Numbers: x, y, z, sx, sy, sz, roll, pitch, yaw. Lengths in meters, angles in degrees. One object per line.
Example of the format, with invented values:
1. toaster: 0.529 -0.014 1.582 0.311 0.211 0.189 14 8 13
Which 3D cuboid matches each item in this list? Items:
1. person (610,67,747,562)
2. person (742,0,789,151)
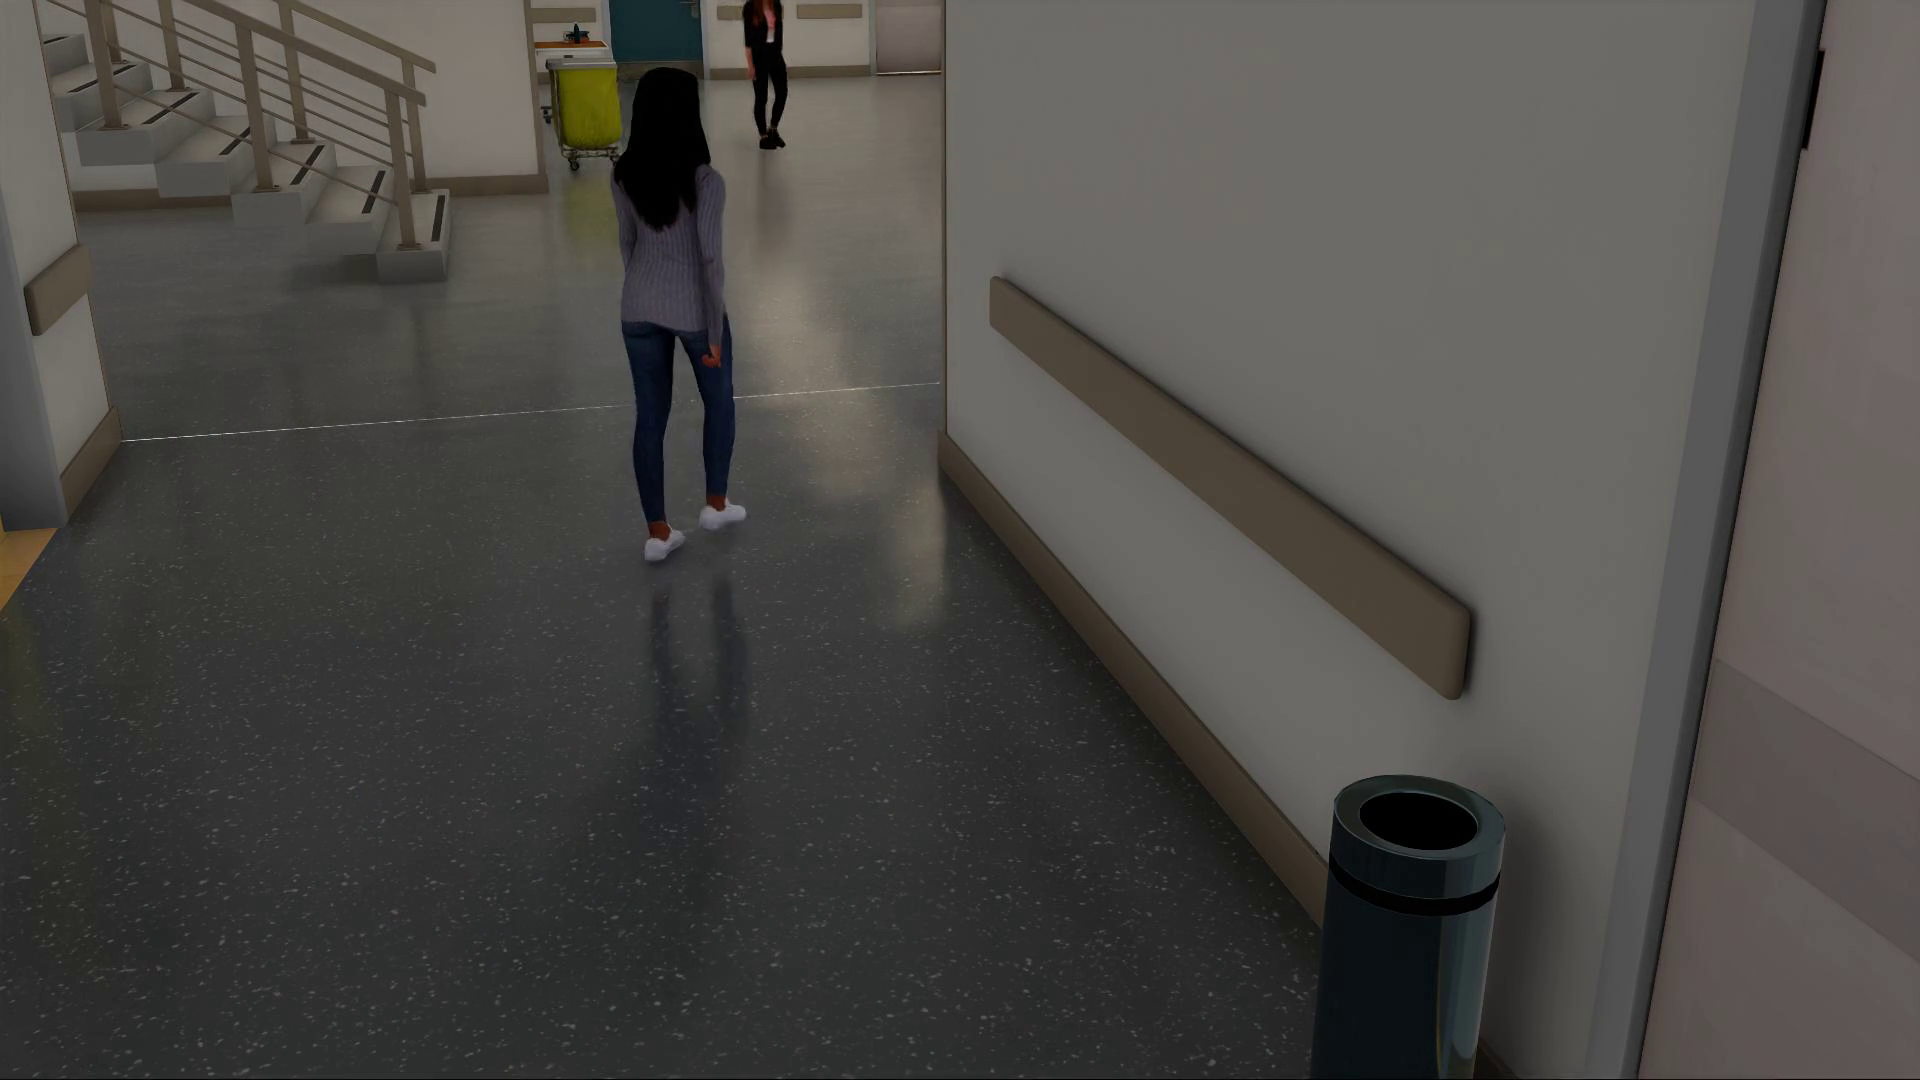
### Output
1. person: -1.052 -0.742 5.824 0.840 1.716 0.885 5 21 13
2. person: -1.945 -4.680 16.244 0.635 1.700 0.748 -13 24 -31
